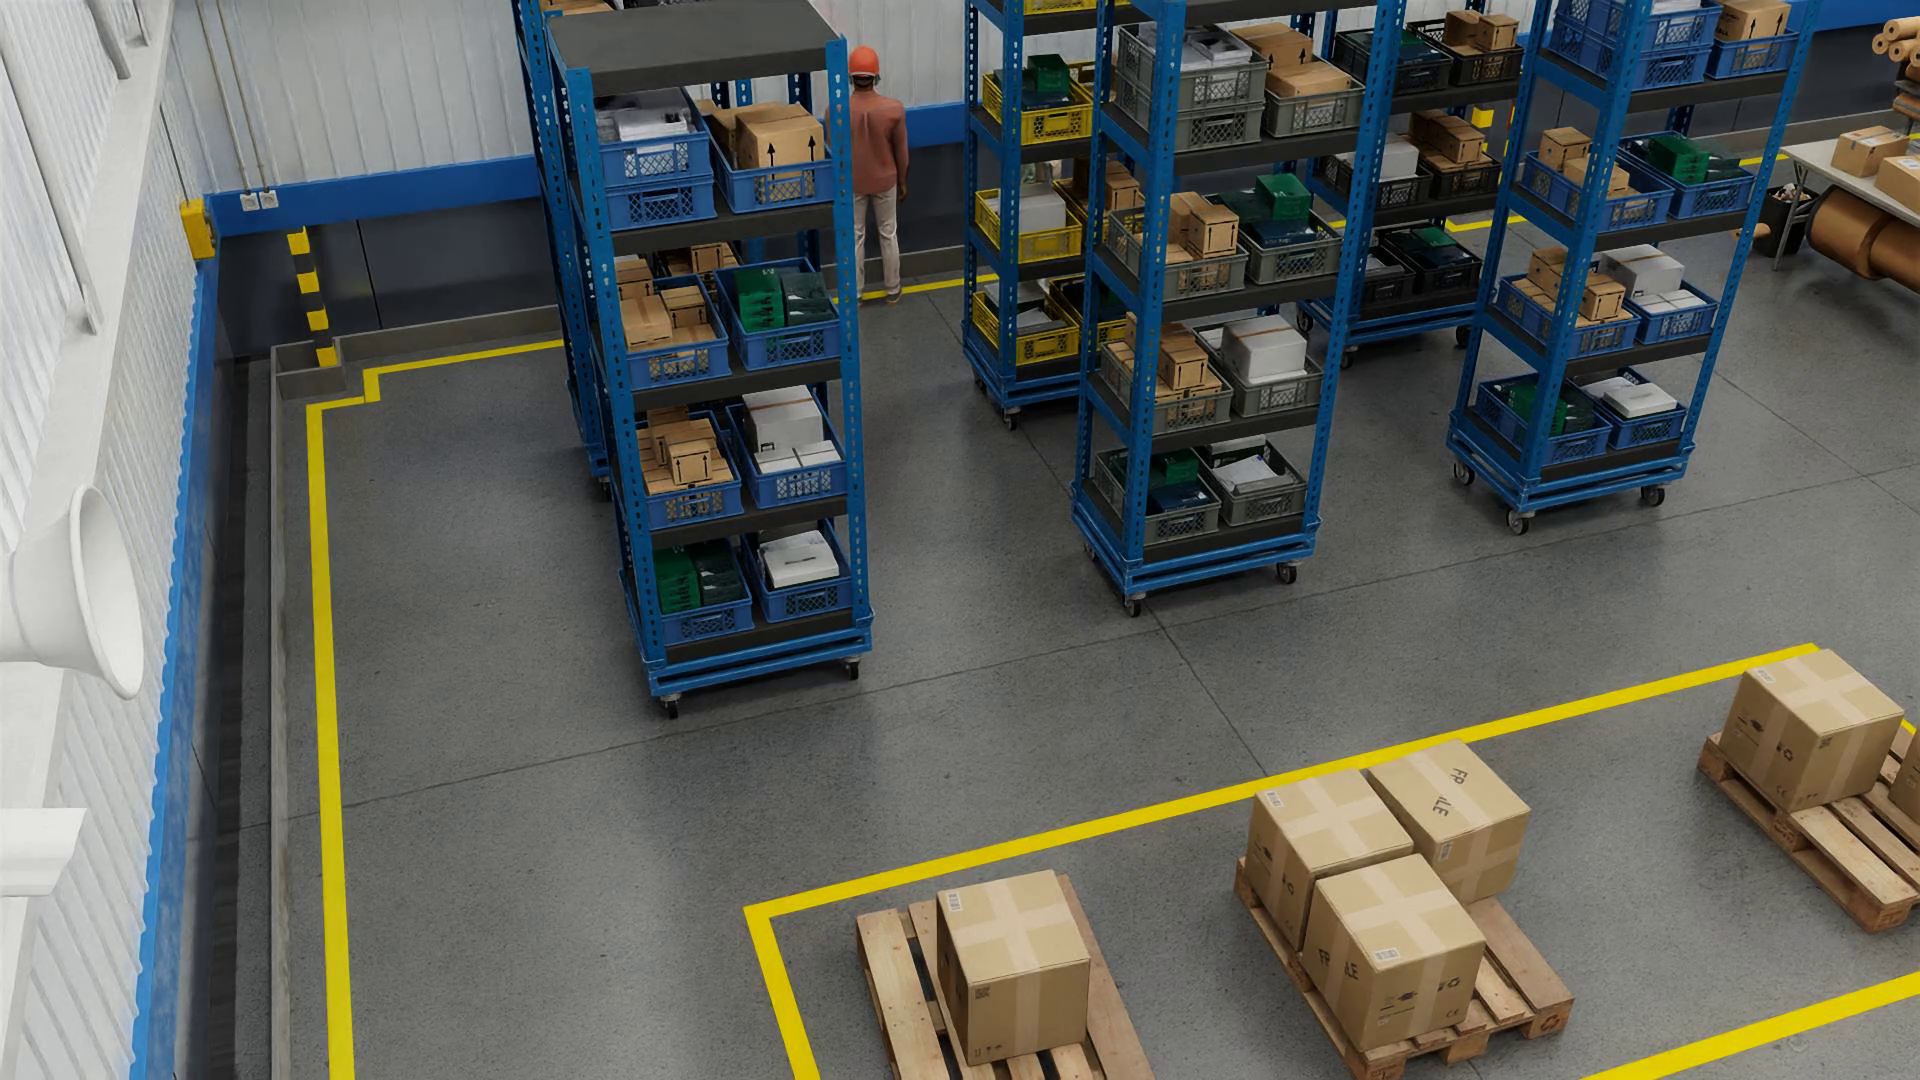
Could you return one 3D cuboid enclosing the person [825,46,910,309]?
[{"bbox_3d":[-0.678,-2.664,12.325,0.609,1.995,0.375,-4,35,-6],"label":"person"}]

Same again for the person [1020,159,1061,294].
[{"bbox_3d":[0.587,-2.502,12.400,0.307,1.639,0.514,14,37,19],"label":"person"}]
